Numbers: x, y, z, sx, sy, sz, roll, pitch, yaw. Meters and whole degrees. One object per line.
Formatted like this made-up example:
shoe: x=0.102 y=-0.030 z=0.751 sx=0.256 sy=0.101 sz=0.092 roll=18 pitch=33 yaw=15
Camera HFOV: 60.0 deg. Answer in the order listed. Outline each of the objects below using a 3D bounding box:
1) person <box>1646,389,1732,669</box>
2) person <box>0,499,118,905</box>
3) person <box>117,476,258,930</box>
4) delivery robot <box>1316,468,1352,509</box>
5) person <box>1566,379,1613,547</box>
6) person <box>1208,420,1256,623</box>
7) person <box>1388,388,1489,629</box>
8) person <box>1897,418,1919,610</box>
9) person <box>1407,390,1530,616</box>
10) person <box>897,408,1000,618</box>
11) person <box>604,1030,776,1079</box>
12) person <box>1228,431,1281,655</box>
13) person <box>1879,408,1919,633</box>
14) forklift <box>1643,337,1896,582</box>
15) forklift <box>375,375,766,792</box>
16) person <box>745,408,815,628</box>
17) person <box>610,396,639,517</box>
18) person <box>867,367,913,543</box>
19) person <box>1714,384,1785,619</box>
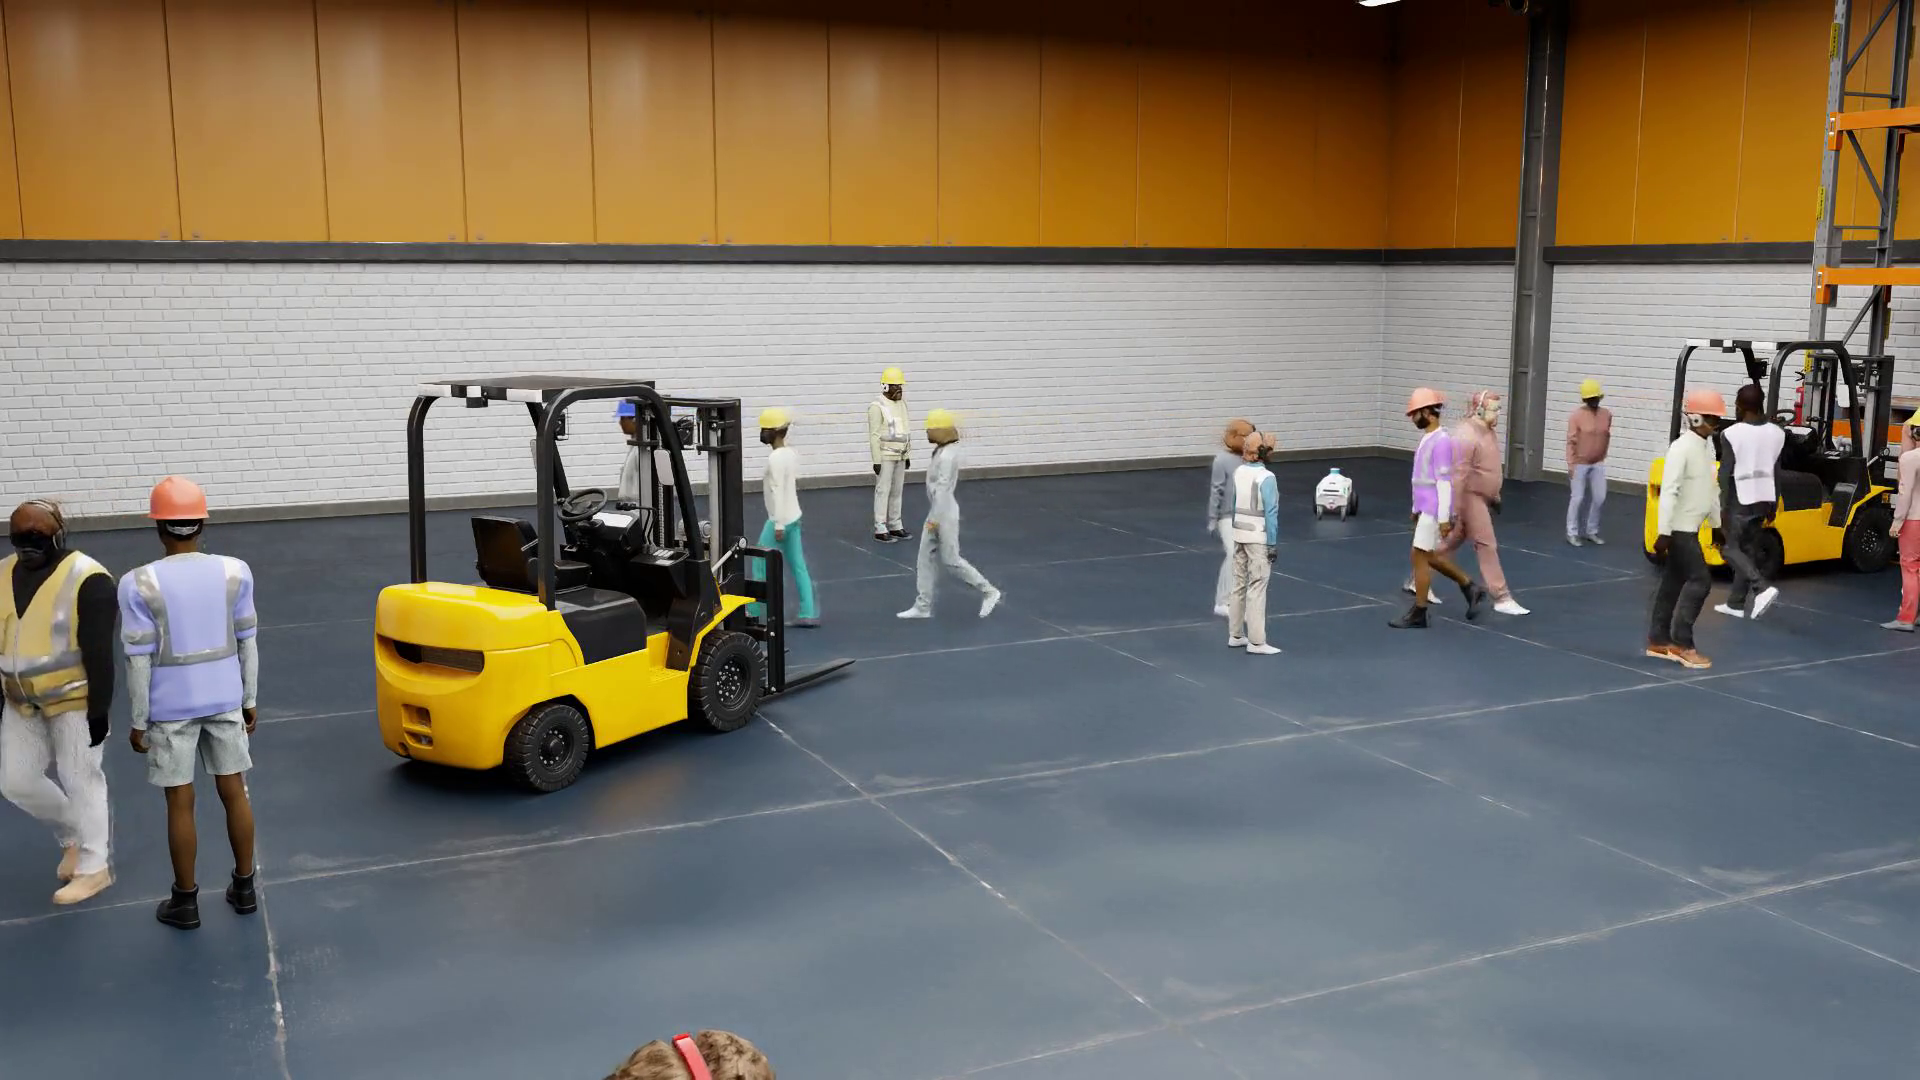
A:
person: x=5.222 y=-0.082 z=11.802 sx=0.660 sy=1.968 sz=0.638 roll=7 pitch=12 yaw=38
person: x=-4.003 y=0.713 z=7.365 sx=0.663 sy=1.813 sz=0.436 roll=2 pitch=9 yaw=12
person: x=-3.283 y=0.692 z=7.113 sx=0.545 sy=1.938 sz=0.359 roll=-9 pitch=12 yaw=-43
delivery robot: x=4.267 y=-0.574 z=18.949 sx=0.477 sy=0.478 sz=0.707 roll=3 pitch=10 yaw=18
person: x=6.341 y=-0.774 z=16.848 sx=0.541 sy=1.726 sz=0.523 roll=-2 pitch=9 yaw=-12
person: x=2.285 y=-0.143 z=13.272 sx=0.527 sy=1.605 sz=0.671 roll=-8 pitch=12 yaw=-39
person: x=3.796 y=-0.247 z=13.066 sx=0.740 sy=1.901 sz=0.572 roll=1 pitch=9 yaw=5
person: x=7.951 y=-0.367 z=13.500 sx=0.621 sy=1.994 sz=0.381 roll=7 pitch=11 yaw=35
person: x=4.208 y=-0.325 z=13.732 sx=1.024 sy=1.849 sz=0.720 roll=5 pitch=11 yaw=30
person: x=-0.086 y=-0.203 z=13.356 sx=0.766 sy=1.715 sz=0.487 roll=-2 pitch=9 yaw=-12
person: x=-0.281 y=1.525 z=2.253 sx=0.389 sy=1.837 sz=0.563 roll=-5 pitch=10 yaw=-28
person: x=2.164 y=0.017 z=12.221 sx=0.311 sy=1.638 sz=0.523 roll=-4 pitch=10 yaw=-22
person: x=7.454 y=-0.161 z=12.928 sx=0.525 sy=1.772 sz=0.308 roll=-4 pitch=10 yaw=-22
forklift: x=7.551 y=-0.789 z=15.507 sx=2.313 sy=2.155 sz=1.214 roll=-4 pitch=10 yaw=-25
forklift: x=-2.268 y=0.149 z=9.685 sx=1.214 sy=2.155 sz=2.313 roll=6 pitch=11 yaw=32
person: x=-1.505 y=-0.160 z=12.980 sx=0.801 sy=1.732 sz=0.552 roll=1 pitch=9 yaw=8
person: x=-2.294 y=-0.101 z=12.007 sx=0.408 sy=1.942 sz=0.614 roll=-2 pitch=9 yaw=-13
person: x=-0.712 y=-0.883 z=17.245 sx=0.403 sy=1.824 sz=0.594 roll=6 pitch=11 yaw=31
person: x=6.352 y=-0.291 z=13.310 sx=0.593 sy=1.904 sz=0.642 roll=-3 pitch=10 yaw=-17
